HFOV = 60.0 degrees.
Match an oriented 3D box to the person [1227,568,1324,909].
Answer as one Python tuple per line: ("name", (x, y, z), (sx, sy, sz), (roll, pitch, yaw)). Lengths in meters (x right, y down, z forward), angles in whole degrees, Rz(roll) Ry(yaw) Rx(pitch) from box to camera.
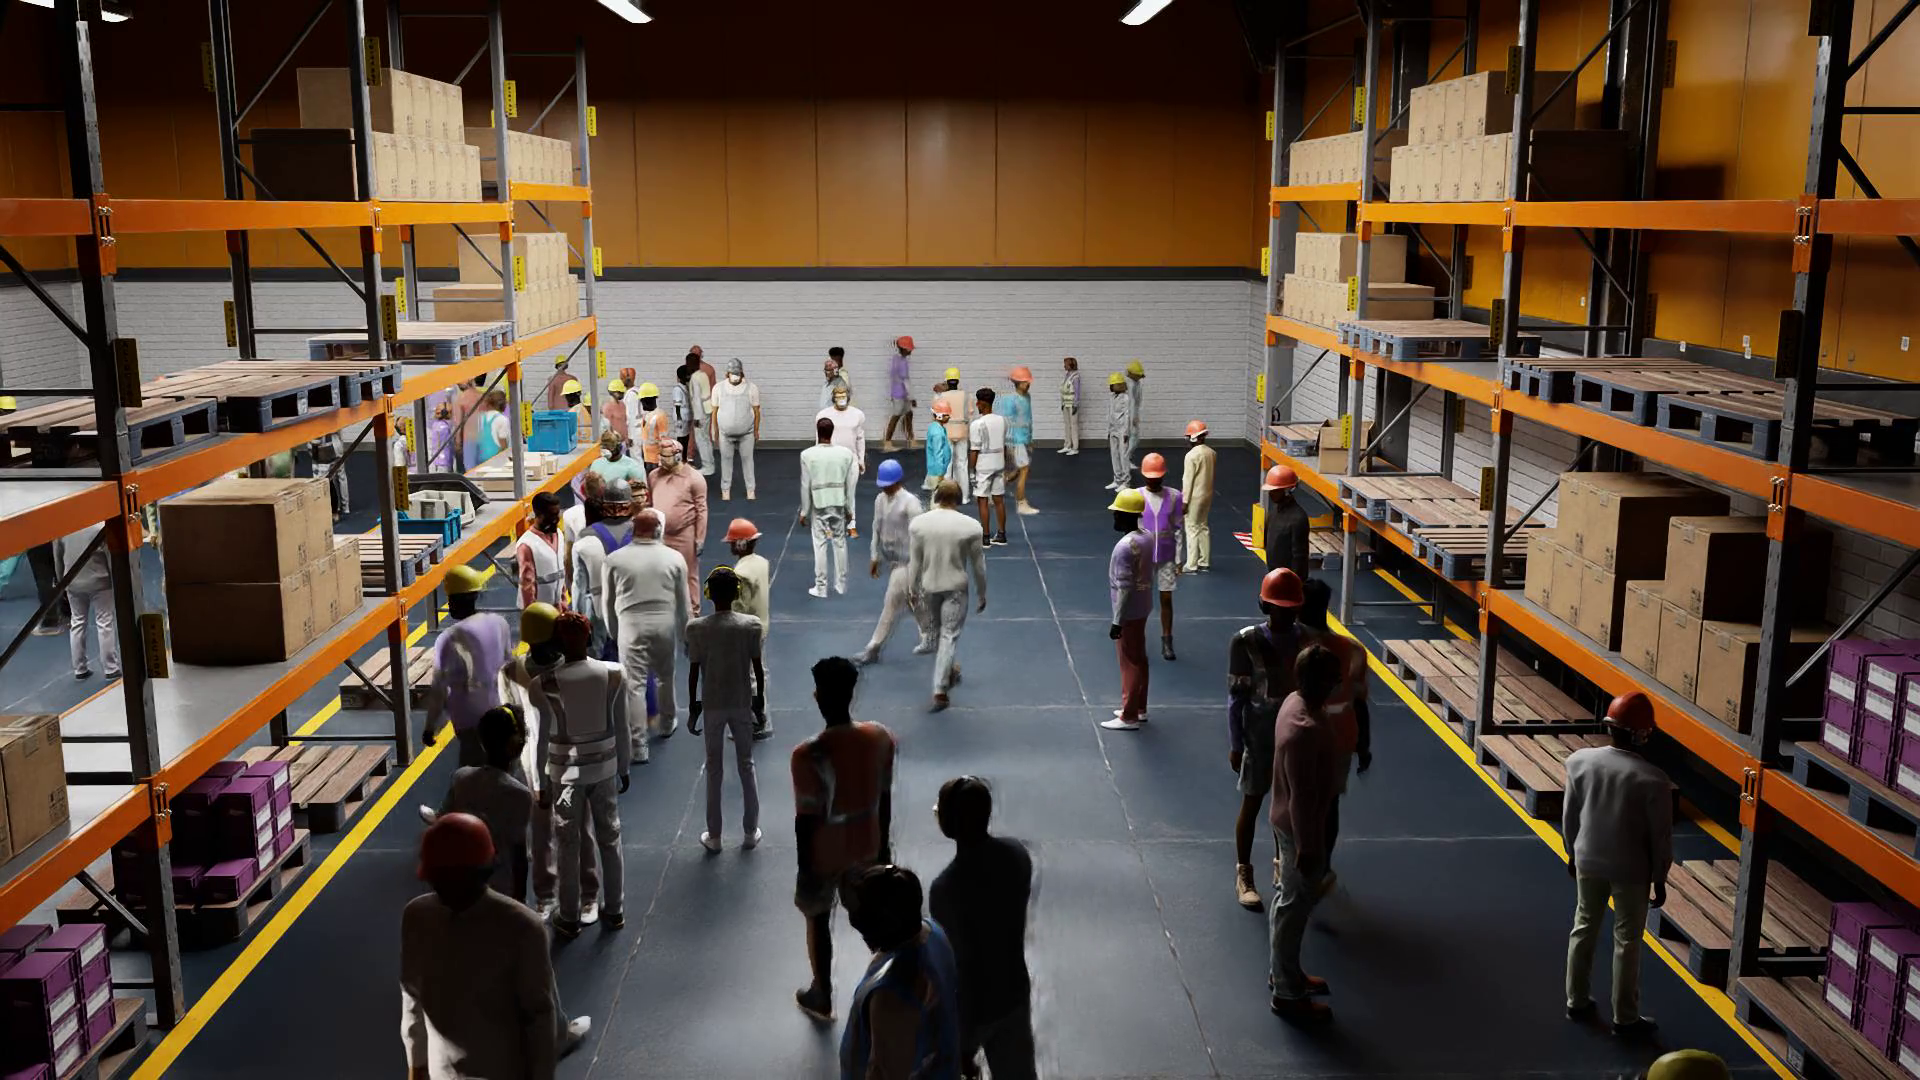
("person", (1.871, 1.161, 9.806), (0.609, 2.043, 0.376), (-3, 12, -17))

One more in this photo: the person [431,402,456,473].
("person", (-6.681, -0.979, 21.572), (0.321, 1.631, 0.527), (-6, 13, -28))

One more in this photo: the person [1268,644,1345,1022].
("person", (1.760, 1.471, 8.511), (0.354, 1.937, 0.635), (2, 11, 10))

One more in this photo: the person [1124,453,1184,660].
("person", (1.767, 0.151, 15.170), (0.553, 1.924, 0.391), (0, 11, -1))

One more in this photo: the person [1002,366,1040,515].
("person", (0.744, -1.353, 22.461), (0.692, 2.024, 0.618), (5, 12, 24))

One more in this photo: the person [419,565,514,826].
("person", (-3.153, 1.085, 10.605), (0.995, 1.871, 0.592), (5, 12, 23))

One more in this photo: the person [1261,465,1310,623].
("person", (2.737, 0.339, 14.114), (0.434, 1.976, 0.610), (-2, 11, -11))

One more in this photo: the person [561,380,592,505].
("person", (-4.954, -1.119, 21.564), (0.393, 1.914, 0.596), (1, 11, 5))

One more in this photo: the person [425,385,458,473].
("person", (-7.618, -1.685, 24.313), (0.608, 1.946, 0.406), (-3, 12, -16))

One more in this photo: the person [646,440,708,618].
("person", (-2.765, -0.030, 16.131), (0.642, 1.905, 0.399), (4, 12, 20))

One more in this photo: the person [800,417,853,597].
("person", (-1.430, -0.349, 17.756), (0.586, 1.898, 0.516), (-5, 12, -24))

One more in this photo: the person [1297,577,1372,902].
("person", (2.168, 1.211, 9.846), (0.649, 1.935, 0.699), (-2, 11, -11))

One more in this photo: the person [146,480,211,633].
("person", (-7.587, -0.121, 16.228), (0.605, 2.045, 0.378), (-6, 13, -28))

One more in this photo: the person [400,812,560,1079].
("person", (-1.768, 1.933, 6.089), (0.627, 1.985, 0.409), (4, 12, 18))

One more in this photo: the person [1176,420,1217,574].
("person", (2.670, -0.485, 18.827), (0.350, 1.739, 0.574), (9, 14, 38))

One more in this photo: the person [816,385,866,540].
("person", (-1.481, -0.974, 20.771), (0.637, 1.938, 0.357), (-4, 12, -18))

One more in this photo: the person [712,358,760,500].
("person", (-3.168, -1.574, 23.527), (0.681, 2.000, 0.535), (-1, 11, -5))

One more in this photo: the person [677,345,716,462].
("person", (-4.271, -2.211, 27.060), (0.642, 1.908, 0.407), (-2, 11, -9))

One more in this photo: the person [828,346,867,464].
("person", (-1.893, -2.123, 26.519), (0.754, 1.947, 0.613), (-2, 11, -9))

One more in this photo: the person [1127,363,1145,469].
("person", (2.769, -1.985, 26.436), (0.362, 1.697, 0.676), (2, 11, 10))

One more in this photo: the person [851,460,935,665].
("person", (-0.553, 0.182, 15.143), (0.998, 1.875, 0.624), (-8, 14, -33))

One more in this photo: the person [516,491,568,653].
("person", (-3.302, 0.551, 13.212), (0.405, 1.909, 0.597), (3, 12, 13))

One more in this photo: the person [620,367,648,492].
("person", (-4.647, -1.522, 23.689), (0.342, 1.877, 0.575), (-1, 11, -7))

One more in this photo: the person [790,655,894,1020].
("person", (-0.547, 1.528, 8.236), (0.605, 1.941, 0.794), (-9, 14, -38))

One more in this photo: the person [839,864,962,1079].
("person", (-0.216, 2.035, 5.966), (0.431, 1.835, 0.624), (2, 11, 10))

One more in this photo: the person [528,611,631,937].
("person", (-2.142, 1.320, 9.425), (0.575, 1.880, 0.358), (-6, 13, -27))

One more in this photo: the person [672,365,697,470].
("person", (-4.324, -1.896, 26.029), (0.317, 1.690, 0.535), (2, 11, 11))

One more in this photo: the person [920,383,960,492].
("person", (-0.255, -1.479, 24.168), (0.522, 1.592, 0.847), (6, 13, 28))

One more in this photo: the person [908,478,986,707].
("person", (-0.110, 0.421, 13.952), (0.644, 1.885, 1.026), (3, 12, 16))

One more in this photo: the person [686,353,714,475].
("person", (-4.018, -1.955, 25.798), (0.442, 1.898, 0.605), (1, 11, 6))
